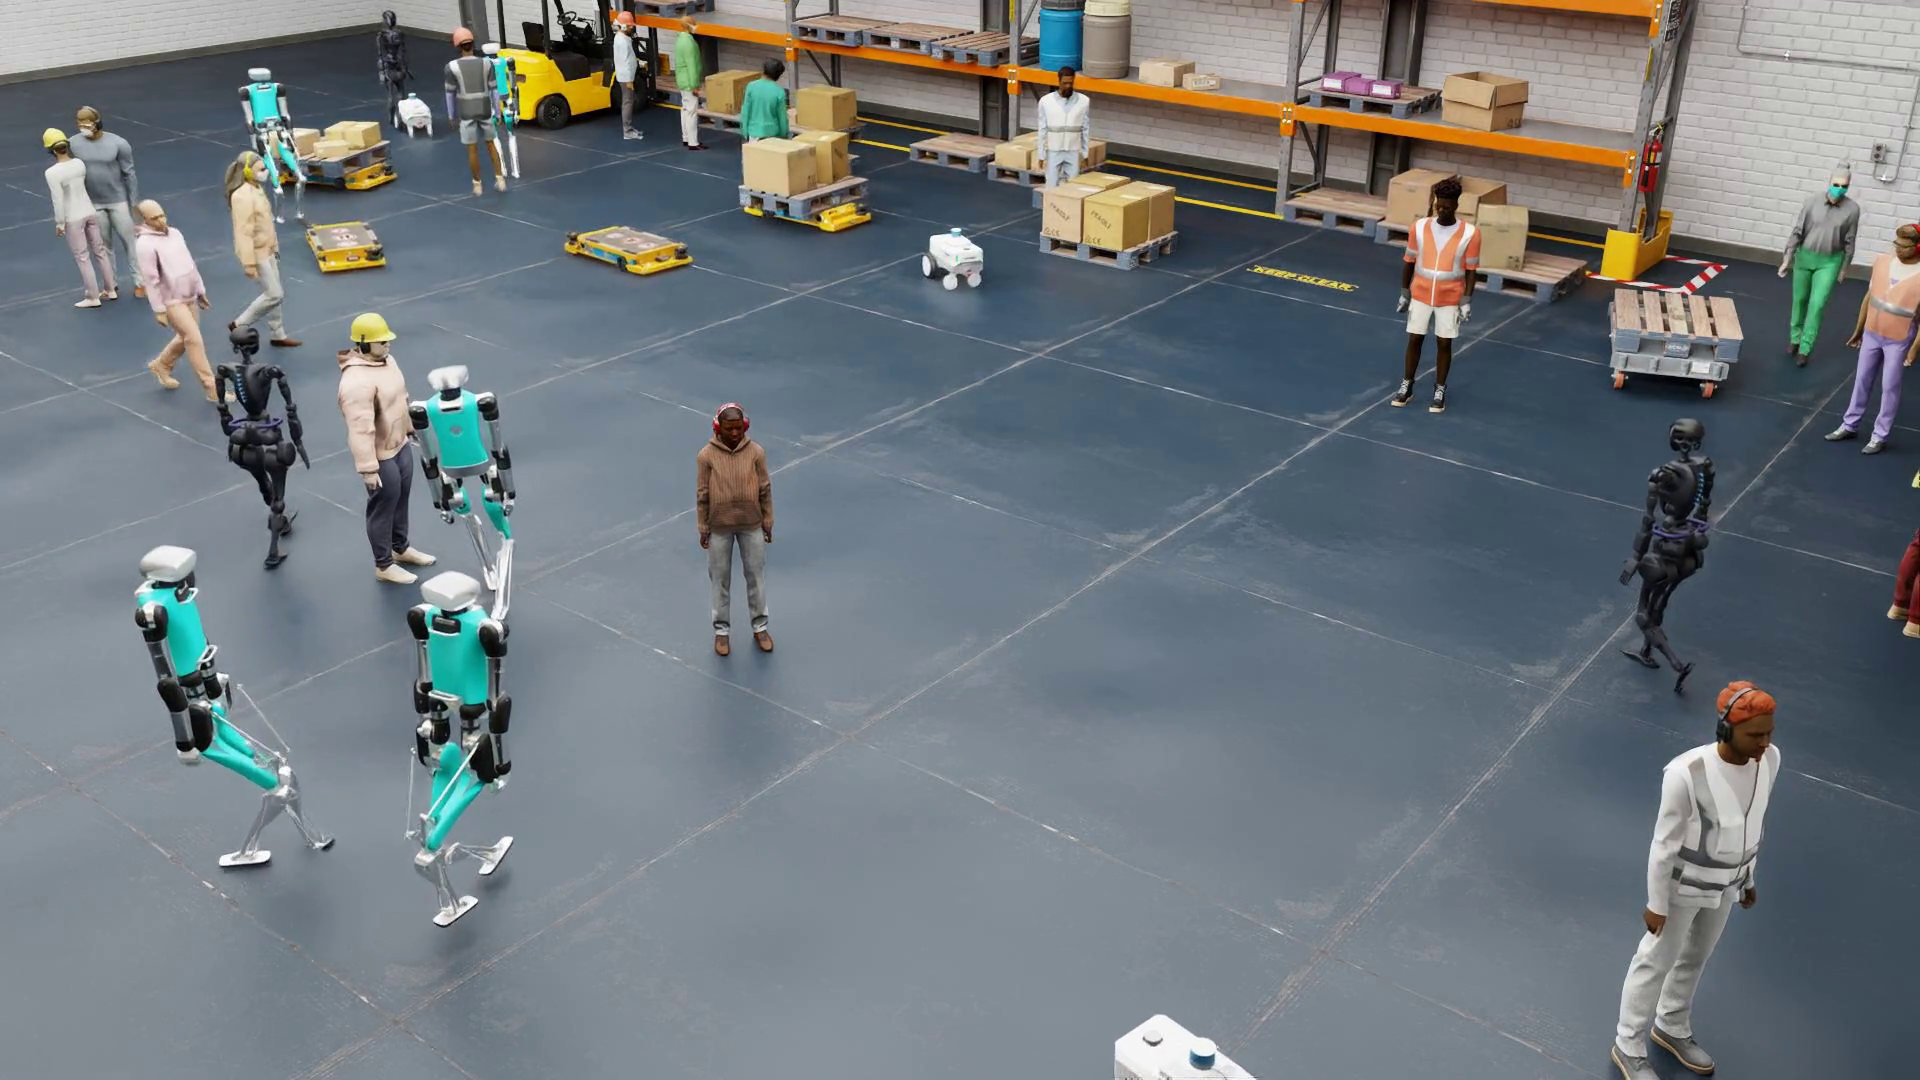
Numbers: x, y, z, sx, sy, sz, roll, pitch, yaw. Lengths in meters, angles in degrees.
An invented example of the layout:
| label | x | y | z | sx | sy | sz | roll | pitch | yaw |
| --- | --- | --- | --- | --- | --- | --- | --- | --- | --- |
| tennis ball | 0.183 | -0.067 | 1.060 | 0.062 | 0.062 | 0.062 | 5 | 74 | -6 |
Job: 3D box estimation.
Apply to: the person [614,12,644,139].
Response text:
| label | x | y | z | sx | sy | sz | roll | pitch | yaw |
| --- | --- | --- | --- | --- | --- | --- | --- | --- | --- |
| person | -4.671 | -6.541 | 23.429 | 0.351 | 1.738 | 0.572 | -6 | 26 | -12 |

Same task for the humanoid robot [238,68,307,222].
| label | x | y | z | sx | sy | sz | roll | pitch | yaw |
| --- | --- | --- | --- | --- | --- | --- | --- | --- | --- |
| humanoid robot | -7.843 | -4.509 | 19.224 | 0.539 | 1.757 | 0.859 | -22 | 34 | -38 |

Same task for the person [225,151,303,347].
| label | x | y | z | sx | sy | sz | roll | pitch | yaw |
| --- | --- | --- | --- | --- | --- | --- | --- | --- | --- |
| person | -6.433 | -2.614 | 15.163 | 0.516 | 1.858 | 0.584 | -3 | 26 | -7 |

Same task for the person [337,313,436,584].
| label | x | y | z | sx | sy | sz | roll | pitch | yaw |
| --- | --- | --- | --- | --- | --- | --- | --- | --- | --- |
| person | -3.831 | -0.611 | 11.015 | 0.434 | 1.859 | 0.788 | 2 | 26 | 3 |

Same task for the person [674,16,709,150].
| label | x | y | z | sx | sy | sz | roll | pitch | yaw |
| --- | --- | --- | --- | --- | --- | --- | --- | --- | --- |
| person | -3.699 | -6.261 | 22.796 | 0.384 | 1.781 | 0.550 | -10 | 28 | -20 |

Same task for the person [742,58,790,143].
| label | x | y | z | sx | sy | sz | roll | pitch | yaw |
| --- | --- | --- | --- | --- | --- | --- | --- | --- | --- |
| person | -2.254 | -4.747 | 19.627 | 0.633 | 1.823 | 0.362 | 0 | 26 | 1 |

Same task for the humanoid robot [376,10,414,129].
| label | x | y | z | sx | sy | sz | roll | pitch | yaw |
| --- | --- | --- | --- | --- | --- | --- | --- | --- | --- |
| humanoid robot | -8.205 | -6.799 | 24.030 | 0.369 | 1.649 | 0.586 | 13 | 28 | 24 |

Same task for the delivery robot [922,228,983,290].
| label | x | y | z | sx | sy | sz | roll | pitch | yaw |
| --- | --- | --- | --- | --- | --- | --- | --- | --- | --- |
| delivery robot | -0.054 | -2.956 | 17.373 | 0.505 | 0.604 | 0.775 | -11 | 28 | -22 |

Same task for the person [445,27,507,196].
| label | x | y | z | sx | sy | sz | roll | pitch | yaw |
| --- | --- | --- | --- | --- | --- | --- | --- | --- | --- |
| person | -5.965 | -5.242 | 20.405 | 0.617 | 2.030 | 0.466 | -16 | 30 | -29 |

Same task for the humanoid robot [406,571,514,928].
| label | x | y | z | sx | sy | sz | roll | pitch | yaw |
| --- | --- | --- | --- | --- | --- | --- | --- | --- | --- |
| humanoid robot | -2.389 | 1.047 | 7.702 | 0.536 | 1.736 | 0.950 | 12 | 28 | 23 |

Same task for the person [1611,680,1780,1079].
| label | x | y | z | sx | sy | sz | roll | pitch | yaw |
| --- | --- | --- | --- | --- | --- | --- | --- | --- | --- |
| person | 3.024 | 1.414 | 6.787 | 0.572 | 1.883 | 0.354 | -11 | 28 | -22 |

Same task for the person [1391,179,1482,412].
| label | x | y | z | sx | sy | sz | roll | pitch | yaw |
| --- | --- | --- | --- | --- | --- | --- | --- | --- | --- |
| person | 3.955 | -2.025 | 13.818 | 0.611 | 1.960 | 0.361 | 12 | 28 | 24 |

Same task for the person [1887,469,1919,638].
| label | x | y | z | sx | sy | sz | roll | pitch | yaw |
| --- | --- | --- | --- | --- | --- | --- | --- | --- | --- |
| person | 6.133 | -0.237 | 10.336 | 0.378 | 1.769 | 0.467 | 4 | 26 | 8 |

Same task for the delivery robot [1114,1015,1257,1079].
| label | x | y | z | sx | sy | sz | roll | pitch | yaw |
| --- | --- | --- | --- | --- | --- | --- | --- | --- | --- |
| delivery robot | 0.931 | 2.239 | 6.623 | 0.499 | 0.610 | 0.804 | -21 | 33 | -36 |

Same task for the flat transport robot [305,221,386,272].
| label | x | y | z | sx | sy | sz | roll | pitch | yaw |
| --- | --- | --- | --- | --- | --- | --- | --- | --- | --- |
| flat transport robot | -6.766 | -3.239 | 18.279 | 0.659 | 0.231 | 1.431 | -12 | 28 | -23 |

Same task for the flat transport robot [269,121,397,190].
| label | x | y | z | sx | sy | sz | roll | pitch | yaw |
| --- | --- | --- | --- | --- | --- | --- | --- | --- | --- |
| flat transport robot | -8.017 | -4.694 | 21.291 | 1.431 | 0.231 | 0.659 | 8 | 27 | 16 |

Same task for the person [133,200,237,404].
| label | x | y | z | sx | sy | sz | roll | pitch | yaw |
| --- | --- | --- | --- | --- | --- | --- | --- | --- | --- |
| person | -6.652 | -2.027 | 14.068 | 0.850 | 1.745 | 0.539 | 5 | 26 | 11 |

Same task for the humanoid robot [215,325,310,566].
| label | x | y | z | sx | sy | sz | roll | pitch | yaw |
| --- | --- | --- | --- | --- | --- | --- | --- | --- | --- |
| humanoid robot | -4.782 | -0.684 | 11.414 | 0.598 | 1.627 | 0.764 | 2 | 26 | 5 |

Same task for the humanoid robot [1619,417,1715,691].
| label | x | y | z | sx | sy | sz | roll | pitch | yaw |
| --- | --- | --- | --- | --- | --- | --- | --- | --- | --- |
| humanoid robot | 4.252 | 0.077 | 9.803 | 0.610 | 1.634 | 0.583 | -13 | 29 | -25 |

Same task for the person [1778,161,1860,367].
| label | x | y | z | sx | sy | sz | roll | pitch | yaw |
| --- | --- | --- | --- | --- | --- | --- | --- | --- | --- |
| person | 7.663 | -2.473 | 14.915 | 0.531 | 1.808 | 0.830 | 18 | 31 | 33 |

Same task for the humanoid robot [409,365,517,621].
| label | x | y | z | sx | sy | sz | roll | pitch | yaw |
| --- | --- | --- | --- | --- | --- | --- | --- | --- | --- |
| humanoid robot | -3.133 | -0.395 | 10.720 | 0.571 | 1.763 | 0.933 | -5 | 26 | -10 |

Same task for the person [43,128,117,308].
| label | x | y | z | sx | sy | sz | roll | pitch | yaw |
| --- | --- | --- | --- | --- | --- | --- | --- | --- | --- |
| person | -8.732 | -3.175 | 16.432 | 0.325 | 1.761 | 0.523 | 8 | 27 | 16 |

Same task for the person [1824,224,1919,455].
| label | x | y | z | sx | sy | sz | roll | pitch | yaw |
| --- | --- | --- | --- | --- | --- | --- | --- | --- | --- |
| person | 7.293 | -1.583 | 13.045 | 0.388 | 1.837 | 0.563 | -13 | 29 | -25 |

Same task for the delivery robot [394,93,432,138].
| label | x | y | z | sx | sy | sz | roll | pitch | yaw |
| --- | --- | --- | --- | --- | --- | --- | --- | --- | --- |
| delivery robot | -7.824 | -6.103 | 23.873 | 0.499 | 0.587 | 0.762 | -12 | 28 | -24 |

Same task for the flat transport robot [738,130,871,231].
| label | x | y | z | sx | sy | sz | roll | pitch | yaw |
| --- | --- | --- | --- | --- | --- | --- | --- | --- | --- |
| flat transport robot | -1.818 | -3.909 | 19.666 | 1.431 | 0.231 | 0.659 | 18 | 31 | 33 |

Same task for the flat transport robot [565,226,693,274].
| label | x | y | z | sx | sy | sz | roll | pitch | yaw |
| --- | --- | --- | --- | --- | --- | --- | --- | --- | --- |
| flat transport robot | -3.628 | -3.173 | 18.142 | 1.431 | 0.231 | 0.659 | 22 | 33 | 38 |

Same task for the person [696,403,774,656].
| label | x | y | z | sx | sy | sz | roll | pitch | yaw |
| --- | --- | --- | --- | --- | --- | --- | --- | --- | --- |
| person | -1.365 | -0.077 | 10.148 | 0.462 | 1.648 | 0.327 | -6 | 26 | -12 |

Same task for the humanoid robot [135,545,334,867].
| label | x | y | z | sx | sy | sz | roll | pitch | yaw |
| --- | --- | --- | --- | --- | --- | --- | --- | --- | --- |
| humanoid robot | -3.470 | 0.896 | 8.148 | 0.766 | 1.892 | 0.550 | -3 | 26 | -7 |

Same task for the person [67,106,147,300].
| label | x | y | z | sx | sy | sz | roll | pitch | yaw |
| --- | --- | --- | --- | --- | --- | --- | --- | --- | --- |
| person | -8.517 | -3.362 | 16.622 | 0.627 | 1.934 | 0.370 | -4 | 26 | -9 |

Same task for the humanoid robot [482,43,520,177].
| label | x | y | z | sx | sy | sz | roll | pitch | yaw |
| --- | --- | --- | --- | --- | --- | --- | --- | --- | --- |
| humanoid robot | -5.910 | -5.485 | 21.265 | 0.540 | 1.770 | 0.808 | -10 | 27 | -19 |

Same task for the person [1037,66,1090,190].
| label | x | y | z | sx | sy | sz | roll | pitch | yaw |
| --- | --- | --- | --- | --- | --- | --- | --- | --- | --- |
| person | 1.160 | -4.373 | 18.743 | 0.600 | 1.910 | 0.390 | -4 | 26 | -9 |

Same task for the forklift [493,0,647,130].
| label | x | y | z | sx | sy | sz | roll | pitch | yaw |
| --- | --- | --- | --- | --- | --- | --- | --- | --- | --- |
| forklift | -5.874 | -7.334 | 24.552 | 1.214 | 2.155 | 2.313 | 19 | 32 | 34 |
